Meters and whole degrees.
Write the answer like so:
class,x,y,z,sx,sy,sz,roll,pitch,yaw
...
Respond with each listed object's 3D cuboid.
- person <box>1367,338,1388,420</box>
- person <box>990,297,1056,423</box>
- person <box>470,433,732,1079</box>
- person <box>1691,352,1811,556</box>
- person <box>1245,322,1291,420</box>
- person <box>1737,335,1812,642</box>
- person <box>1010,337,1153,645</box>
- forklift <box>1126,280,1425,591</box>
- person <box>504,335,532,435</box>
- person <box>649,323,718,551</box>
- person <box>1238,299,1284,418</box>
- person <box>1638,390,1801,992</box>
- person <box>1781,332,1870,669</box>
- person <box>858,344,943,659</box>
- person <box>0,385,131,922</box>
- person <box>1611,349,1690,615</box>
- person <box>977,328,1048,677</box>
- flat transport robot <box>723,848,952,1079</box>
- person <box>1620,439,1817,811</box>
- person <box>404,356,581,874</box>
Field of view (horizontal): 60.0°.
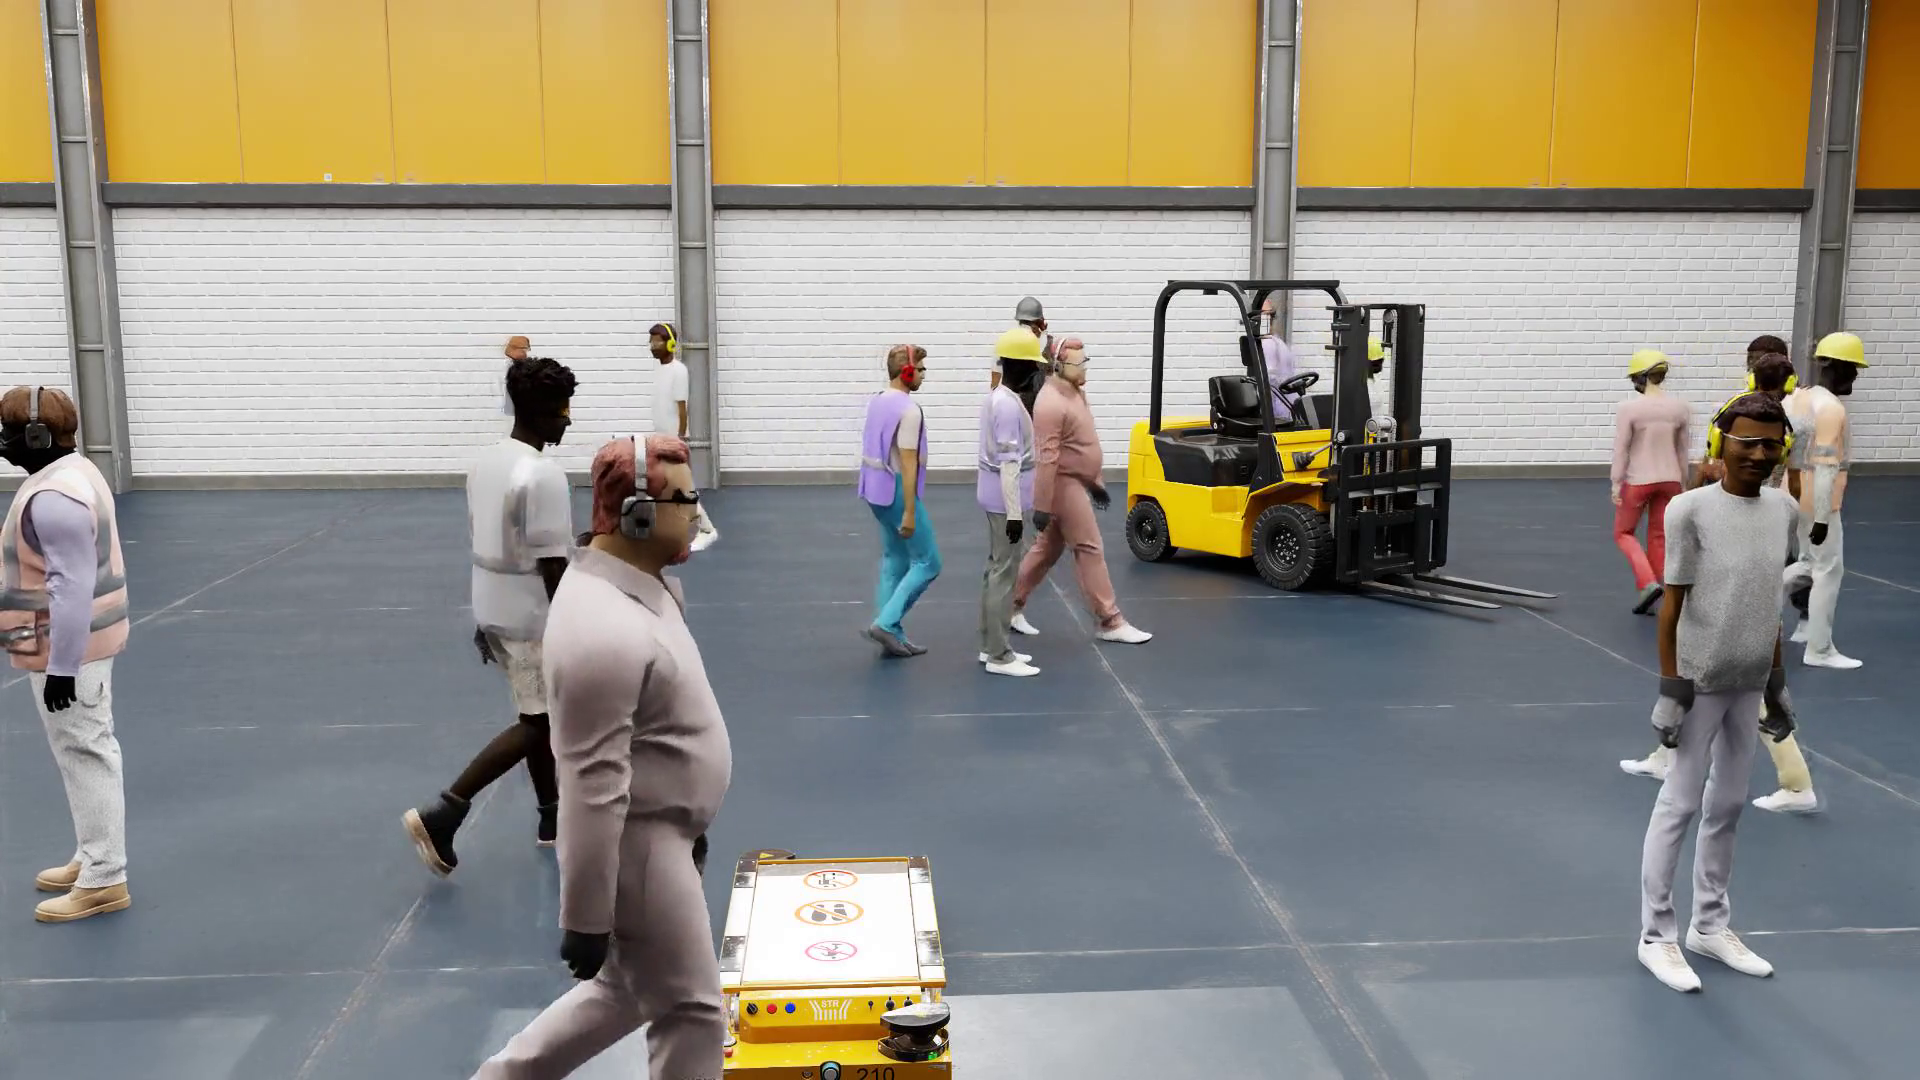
class,x,y,z,sx,sy,sz,roll,pitch,yaw
person,3.254,-0.807,13.652,0.891,1.720,0.532,7,11,36
person,0.598,-1.121,14.597,0.673,2.000,0.536,0,9,3
person,-0.798,0.693,3.716,0.763,1.880,0.637,-2,9,-12
person,4.214,-0.098,8.914,0.578,1.800,0.973,9,13,44
person,2.874,-1.234,15.797,0.417,1.887,0.638,-1,9,-6
person,4.835,-0.272,9.853,1.016,1.874,0.642,-2,9,-10
person,0.647,-0.300,10.037,0.989,1.856,0.641,2,9,9
forklift,2.301,-0.860,12.475,1.214,2.155,2.313,-6,11,-35
person,-4.388,-1.239,16.656,0.370,1.617,0.521,0,9,-1
person,-2.301,-0.797,13.201,0.785,1.842,0.536,-6,11,-35
person,2.630,-1.136,14.790,0.562,2.007,0.656,2,9,11
person,2.398,0.464,5.200,0.515,1.866,0.333,-3,10,-20
person,4.772,-0.225,9.401,0.615,1.902,0.599,2,9,10
person,-0.343,-0.209,9.533,0.448,1.822,0.580,-5,10,-26
person,-3.111,0.385,5.763,0.430,1.843,0.625,-4,10,-24
person,4.469,-0.359,10.756,0.542,1.744,0.480,-1,9,-5
person,0.291,-0.212,9.252,0.386,1.922,0.594,-1,9,-4
flat transport robot,-0.394,1.269,5.127,0.652,0.197,1.431,-1,9,-4
person,3.246,0.317,6.974,0.846,1.590,0.513,9,13,44
person,-1.681,0.286,6.148,0.808,1.932,0.650,-8,12,-40
